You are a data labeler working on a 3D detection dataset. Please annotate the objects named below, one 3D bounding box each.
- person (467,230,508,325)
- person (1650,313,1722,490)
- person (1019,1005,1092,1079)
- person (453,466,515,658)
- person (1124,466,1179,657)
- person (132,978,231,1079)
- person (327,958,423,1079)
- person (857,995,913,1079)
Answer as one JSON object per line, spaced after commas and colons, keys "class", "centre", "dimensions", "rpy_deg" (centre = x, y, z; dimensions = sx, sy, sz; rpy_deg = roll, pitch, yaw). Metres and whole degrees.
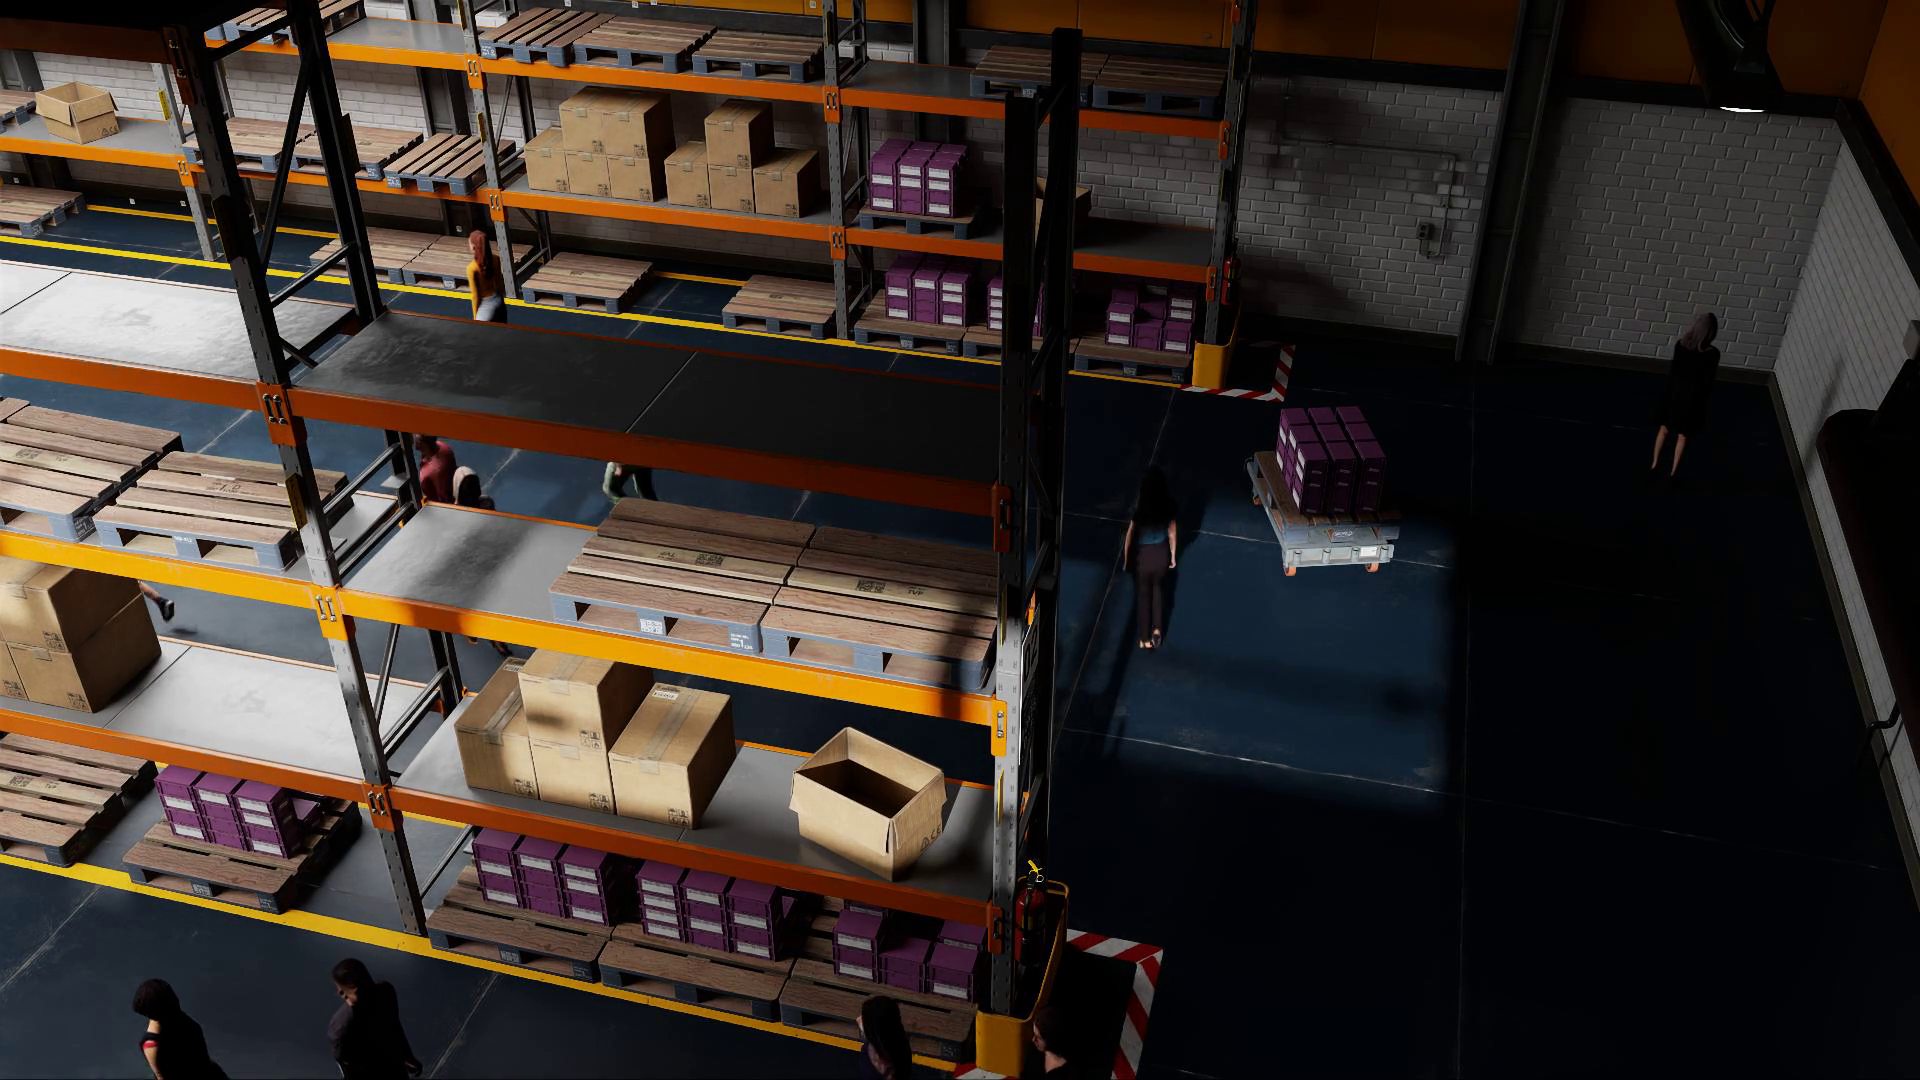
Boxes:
{"class": "person", "centre": [-4.743, -2.319, 16.827], "dimensions": [0.655, 1.751, 0.647], "rpy_deg": [20, 38, 27]}
{"class": "person", "centre": [6.665, -1.286, 15.280], "dimensions": [0.662, 1.744, 0.764], "rpy_deg": [29, 43, 36]}
{"class": "person", "centre": [0.577, 3.049, 8.809], "dimensions": [0.784, 1.688, 0.721], "rpy_deg": [-22, 39, -29]}
{"class": "person", "centre": [-3.825, 0.159, 13.110], "dimensions": [0.799, 1.739, 0.707], "rpy_deg": [23, 40, 31]}
{"class": "person", "centre": [1.527, 0.223, 13.027], "dimensions": [0.713, 1.725, 0.782], "rpy_deg": [-10, 35, -15]}
{"class": "person", "centre": [-4.313, 2.976, 9.073], "dimensions": [1.107, 1.516, 0.786], "rpy_deg": [-3, 34, -4]}
{"class": "person", "centre": [-3.133, 2.902, 8.962], "dimensions": [0.565, 1.764, 0.641], "rpy_deg": [11, 35, 16]}
{"class": "person", "centre": [-0.337, 3.030, 8.930], "dimensions": [0.978, 1.586, 0.780], "rpy_deg": [-2, 34, -3]}
